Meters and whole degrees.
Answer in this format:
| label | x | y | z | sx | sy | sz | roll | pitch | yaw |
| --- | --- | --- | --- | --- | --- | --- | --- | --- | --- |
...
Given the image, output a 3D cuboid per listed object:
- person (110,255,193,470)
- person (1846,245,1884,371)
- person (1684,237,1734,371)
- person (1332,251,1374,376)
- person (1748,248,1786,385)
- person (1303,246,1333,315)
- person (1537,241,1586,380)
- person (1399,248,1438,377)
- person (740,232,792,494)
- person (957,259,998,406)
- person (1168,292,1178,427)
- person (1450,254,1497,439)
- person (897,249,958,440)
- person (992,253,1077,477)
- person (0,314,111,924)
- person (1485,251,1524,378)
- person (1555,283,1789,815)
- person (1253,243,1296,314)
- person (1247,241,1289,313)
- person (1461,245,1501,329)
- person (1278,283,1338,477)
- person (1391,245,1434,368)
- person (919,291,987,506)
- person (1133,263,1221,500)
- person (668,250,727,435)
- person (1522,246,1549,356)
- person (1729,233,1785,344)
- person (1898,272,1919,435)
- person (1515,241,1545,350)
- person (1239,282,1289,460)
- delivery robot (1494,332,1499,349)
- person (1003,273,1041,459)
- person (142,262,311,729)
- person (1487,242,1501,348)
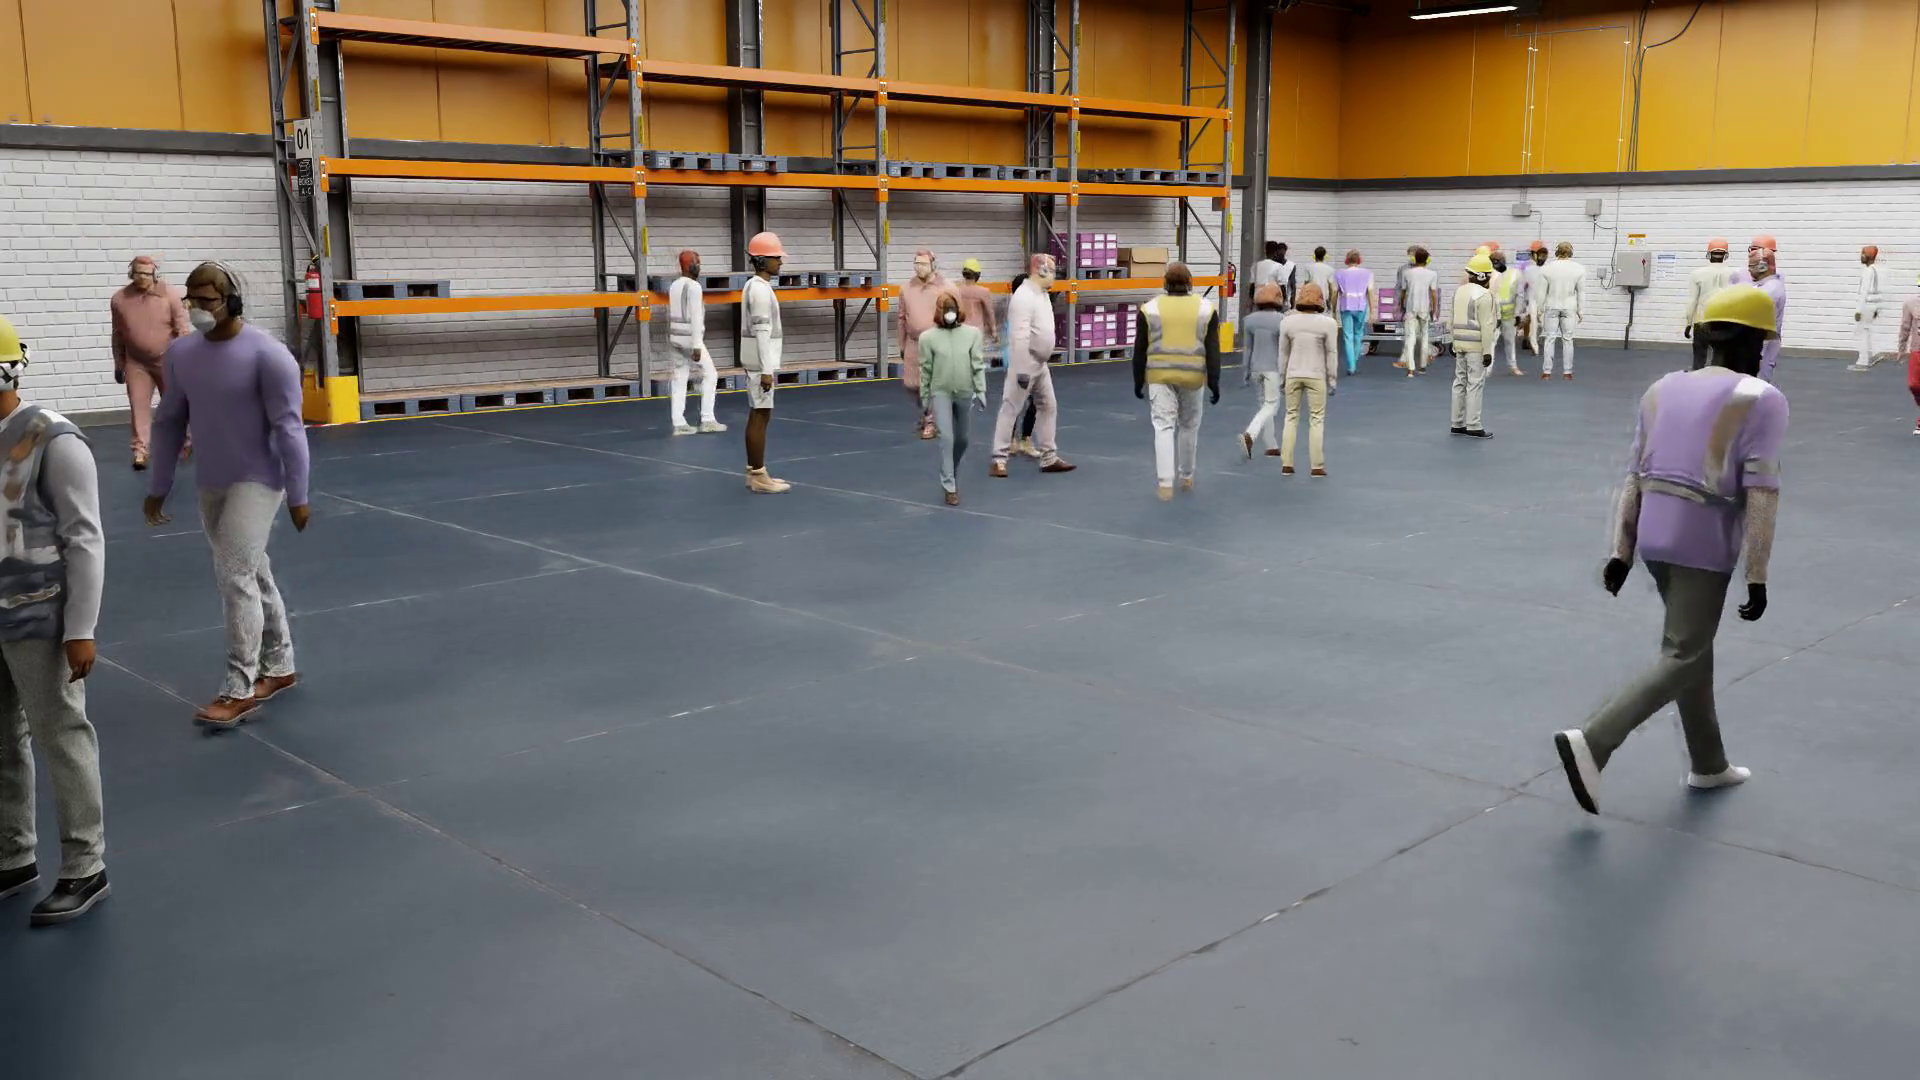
| label | x | y | z | sx | sy | sz | roll | pitch | yaw |
| --- | --- | --- | --- | --- | --- | --- | --- | --- | --- |
| person | -7.097 | -1.565 | 14.635 | 0.691 | 1.858 | 1.005 | -2 | 11 | -10 |
| person | 13.510 | -3.449 | 24.802 | 0.414 | 1.871 | 0.606 | 9 | 14 | 42 |
| person | 8.892 | -2.565 | 19.658 | 0.617 | 1.994 | 0.381 | 2 | 11 | 10 |
| person | 5.716 | -3.312 | 24.272 | 0.579 | 1.789 | 0.918 | 1 | 10 | 4 |
| person | 7.322 | -1.716 | 15.287 | 0.406 | 1.903 | 0.636 | 6 | 12 | 29 |
| person | 6.061 | -4.073 | 28.295 | 0.557 | 1.841 | 0.480 | -1 | 10 | -5 |
| person | 8.399 | -3.200 | 23.269 | 0.638 | 1.938 | 0.357 | 3 | 11 | 16 |
| person | 6.618 | -3.284 | 24.045 | 0.505 | 1.827 | 0.958 | 3 | 11 | 15 |
| person | -1.532 | -1.387 | 13.102 | 0.396 | 2.044 | 0.609 | -2 | 11 | -11 |
| person | 0.165 | -2.462 | 19.822 | 0.539 | 1.734 | 0.850 | 5 | 12 | 27 |
| person | 2.265 | -1.936 | 17.320 | 0.515 | 1.594 | 0.836 | 2 | 11 | 10 |
| person | 5.142 | -1.927 | 16.618 | 0.404 | 1.830 | 0.601 | -3 | 11 | -16 |
| person | -0.317 | -1.956 | 16.631 | 0.646 | 1.892 | 0.514 | 4 | 11 | 19 |
| person | 0.617 | -1.470 | 14.042 | 0.681 | 1.866 | 0.685 | 4 | 11 | 21 |
| person | -2.802 | 0.223 | 4.894 | 0.595 | 1.831 | 0.403 | 3 | 11 | 18 |
| person | 7.751 | -3.229 | 23.831 | 0.638 | 1.809 | 0.807 | 5 | 11 | 23 |
| person | 2.510 | 0.035 | 5.857 | 0.942 | 1.871 | 0.613 | -4 | 11 | -22 |
| person | 5.343 | -4.118 | 28.434 | 0.666 | 1.878 | 0.893 | 6 | 12 | 31 |
| person | 5.111 | -3.939 | 27.329 | 0.932 | 1.920 | 0.621 | -9 | 14 | -40 |
| person | 7.408 | -3.242 | 23.650 | 0.596 | 1.893 | 0.905 | 1 | 10 | 7 |
| person | 2.915 | -1.339 | 13.989 | 0.508 | 1.628 | 0.283 | 6 | 12 | 28 |
| person | 7.034 | -3.601 | 25.627 | 1.044 | 1.891 | 0.617 | -7 | 12 | -33 |
| person | -0.076 | -1.105 | 12.731 | 0.499 | 1.609 | 0.738 | -3 | 11 | -16 |
| person | 1.682 | -1.250 | 13.011 | 0.671 | 1.796 | 0.933 | 1 | 10 | 3 |
| person | -2.679 | -2.006 | 16.953 | 0.708 | 1.860 | 0.622 | -8 | 13 | -38 |
| person | 9.746 | -4.029 | 28.049 | 0.558 | 1.844 | 0.647 | 0 | 10 | 2 |
| person | 8.770 | -2.349 | 18.345 | 0.391 | 2.041 | 0.615 | -9 | 13 | -39 |
| person | 9.927 | -1.949 | 17.041 | 0.652 | 1.733 | 0.530 | -10 | 14 | -42 |
| person | 10.045 | -4.300 | 29.308 | 0.528 | 1.921 | 0.563 | 8 | 13 | 39 |
| person | 2.739 | -1.517 | 15.005 | 0.502 | 1.607 | 0.728 | 9 | 14 | 42 |
| delivery robot | 8.615 | -3.381 | 27.777 | 0.707 | 0.478 | 0.477 | 7 | 12 | 32 |
| person | 0.615 | -1.563 | 15.065 | 0.525 | 1.682 | 0.539 | 1 | 10 | 5 |
| person | -3.101 | -0.186 | 6.935 | 0.655 | 1.907 | 0.857 | 5 | 11 | 24 |
| person | 9.393 | -4.318 | 29.449 | 0.535 | 1.903 | 0.551 | 6 | 12 | 30 |
